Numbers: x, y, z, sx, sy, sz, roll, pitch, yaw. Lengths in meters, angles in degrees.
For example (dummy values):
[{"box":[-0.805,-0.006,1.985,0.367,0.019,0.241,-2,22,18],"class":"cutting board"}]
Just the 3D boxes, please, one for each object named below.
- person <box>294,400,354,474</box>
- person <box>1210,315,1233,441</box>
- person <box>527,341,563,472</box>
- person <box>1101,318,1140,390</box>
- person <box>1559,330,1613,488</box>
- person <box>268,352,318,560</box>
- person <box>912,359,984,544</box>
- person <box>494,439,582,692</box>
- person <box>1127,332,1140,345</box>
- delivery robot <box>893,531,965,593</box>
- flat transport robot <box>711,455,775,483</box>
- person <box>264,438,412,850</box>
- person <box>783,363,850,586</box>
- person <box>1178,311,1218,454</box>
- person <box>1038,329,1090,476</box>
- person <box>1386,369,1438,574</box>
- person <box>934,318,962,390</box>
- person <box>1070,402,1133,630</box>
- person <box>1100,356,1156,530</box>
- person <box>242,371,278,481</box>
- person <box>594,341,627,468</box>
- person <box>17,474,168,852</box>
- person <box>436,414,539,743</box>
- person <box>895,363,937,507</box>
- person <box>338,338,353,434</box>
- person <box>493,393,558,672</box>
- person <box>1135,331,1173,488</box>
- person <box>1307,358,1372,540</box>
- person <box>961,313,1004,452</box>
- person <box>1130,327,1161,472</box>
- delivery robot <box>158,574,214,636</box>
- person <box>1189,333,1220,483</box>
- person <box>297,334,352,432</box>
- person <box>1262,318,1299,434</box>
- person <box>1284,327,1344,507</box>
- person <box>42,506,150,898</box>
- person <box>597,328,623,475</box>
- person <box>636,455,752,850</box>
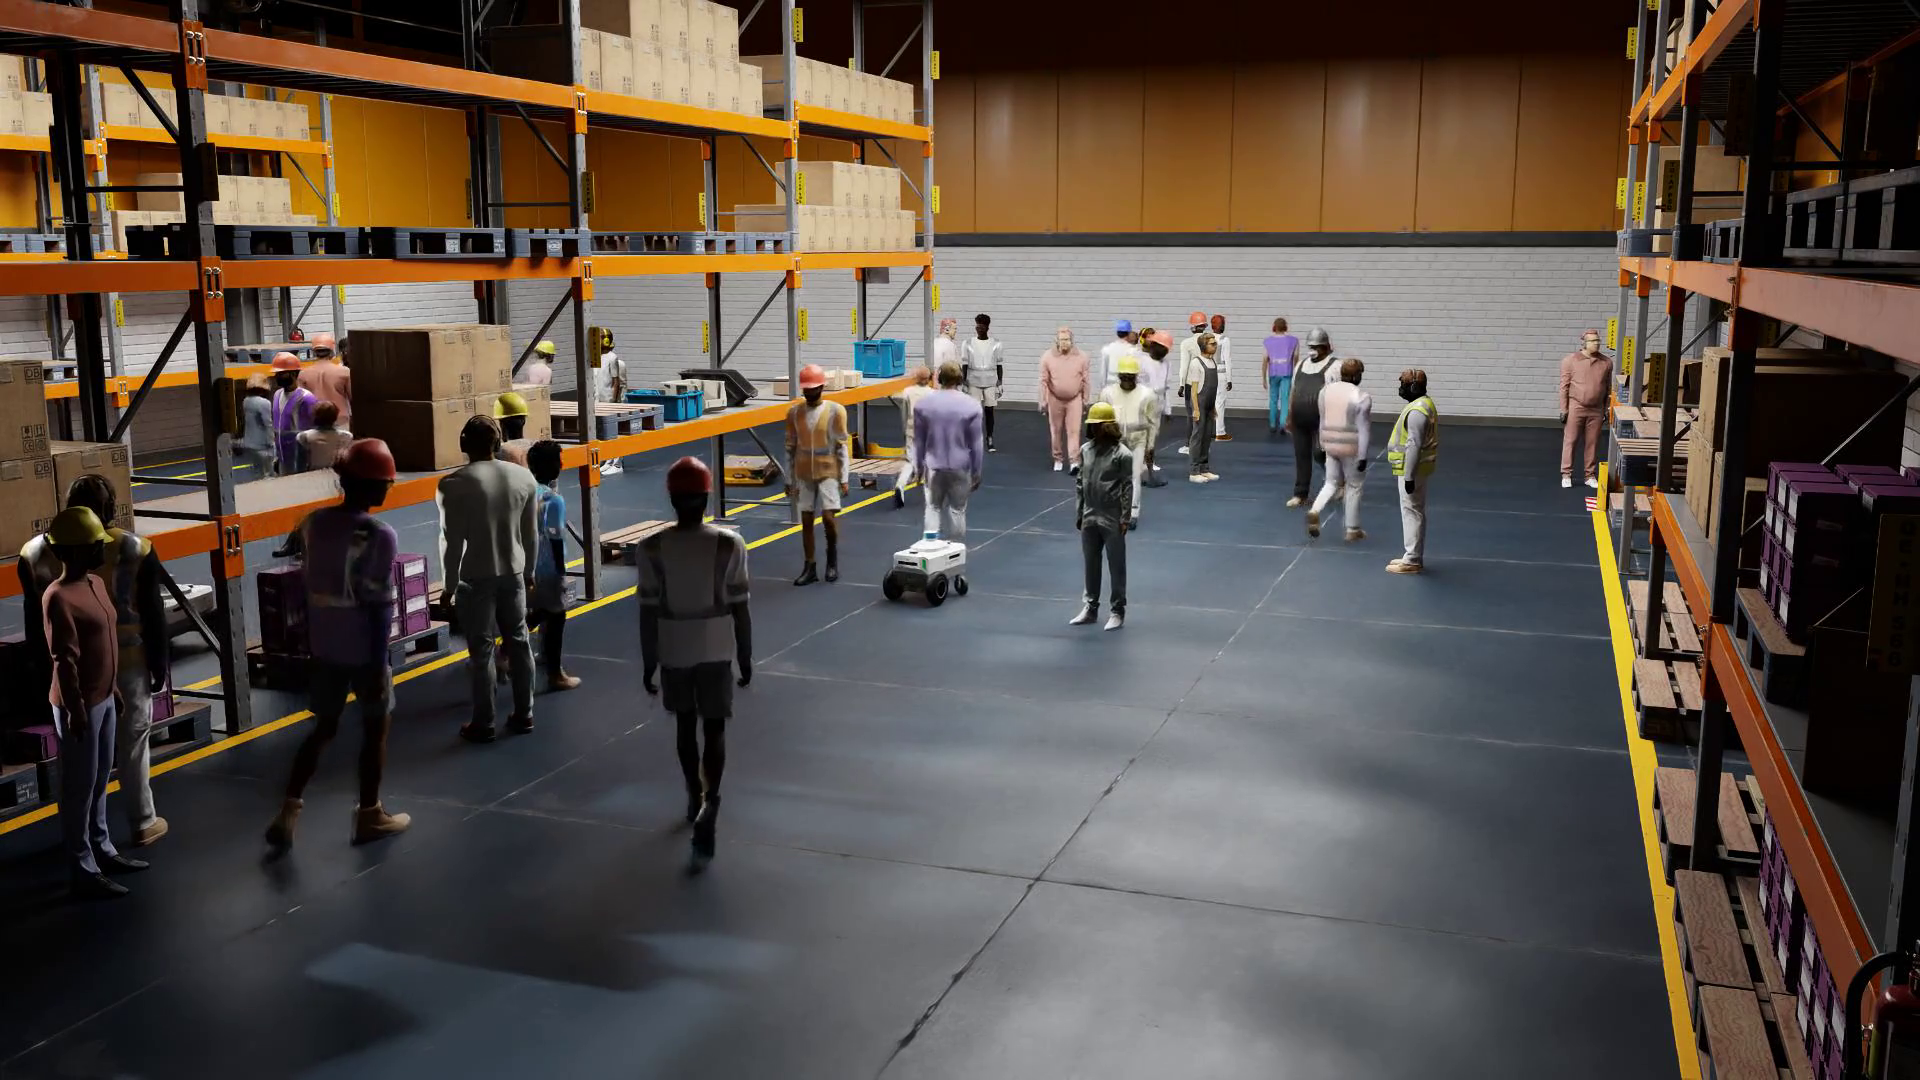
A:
[{"box":[-5.364,-0.389,14.209,0.539,1.616,0.701,-1,10,-5],"class":"person"},{"box":[3.841,-2.416,24.866,0.356,1.885,0.574,-9,13,-40],"class":"person"},{"box":[-5.432,-1.673,21.220,0.557,1.701,0.693,8,13,39],"class":"person"},{"box":[2.212,-2.095,22.969,0.619,1.922,0.871,7,12,33],"class":"person"},{"box":[7.543,-1.573,20.046,0.642,1.913,0.409,0,10,-2],"class":"person"},{"box":[-6.218,-0.782,15.511,0.543,1.939,0.360,6,12,29],"class":"person"},{"box":[-0.111,-0.627,14.680,0.633,1.928,0.519,2,10,11],"class":"person"},{"box":[-2.758,0.190,10.749,0.537,1.678,0.552,-10,14,-44],"class":"person"},{"box":[2.620,-2.399,25.578,0.527,1.599,0.871,10,14,43],"class":"person"},{"box":[-0.249,0.167,13.797,0.477,0.478,0.707,6,12,29],"class":"delivery robot"},{"box":[-2.709,-0.888,20.803,0.652,0.197,1.431,0,10,0],"class":"flat transport robot"},{"box":[-2.993,0.524,7.988,0.637,2.011,0.758,5,11,27],"class":"person"},{"box":[-1.239,-0.554,14.264,0.593,1.922,0.413,2,10,12],"class":"person"},{"box":[3.335,-2.202,23.341,0.612,1.997,0.375,-5,11,-26],"class":"person"},{"box":[1.330,-1.754,21.219,0.672,1.853,0.997,0,10,1],"class":"person"},{"box":[4.033,-0.611,14.860,0.428,1.837,0.625,4,11,20],"class":"person"},{"box":[-0.176,-2.156,23.357,0.405,1.903,0.636,-5,11,-25],"class":"person"},{"box":[1.083,-0.181,12.678,0.488,1.743,0.321,8,13,39],"class":"person"},{"box":[1.720,-1.012,17.262,0.604,1.786,0.940,2,10,12],"class":"person"},{"box":[-7.330,-0.950,17.348,0.516,1.619,0.404,8,13,40],"class":"person"},{"box":[-4.591,-1.793,21.695,0.527,1.765,0.328,3,11,17],"class":"person"},{"box":[-4.169,0.595,8.072,0.625,1.837,0.430,-2,10,-13],"class":"person"},{"box":[-2.780,0.227,9.827,0.627,1.941,0.370,-9,14,-42],"class":"person"},{"box":[-0.472,-1.159,18.582,0.513,1.615,0.717,4,11,22],"class":"person"},{"box":[-6.988,-1.415,19.301,0.617,1.853,0.987,2,10,12],"class":"person"},{"box":[-3.027,-0.046,11.406,0.385,1.922,0.594,8,13,39],"class":"person"},{"box":[2.362,-1.570,20.111,0.600,1.883,0.868,-6,12,-32],"class":"person"},{"box":[3.760,-0.879,16.380,0.671,1.827,0.636,-8,13,-40],"class":"person"},{"box":[0.319,-2.223,23.555,0.609,1.963,0.369,-1,10,-3],"class":"person"},{"box":[2.402,-1.813,21.516,0.510,1.871,0.328,-8,13,-40],"class":"person"},{"box":[-5.700,0.492,11.969,0.477,0.478,0.707,1,10,6],"class":"delivery robot"},{"box":[3.030,-1.637,20.587,0.345,1.847,0.506,7,13,36],"class":"person"},{"box":[-6.996,-1.312,18.498,0.622,1.952,0.990,0,10,-1],"class":"person"},{"box":[4.994,-2.561,25.922,0.576,1.802,0.965,2,10,11],"class":"person"},{"box":[3.974,-1.377,18.573,0.627,2.000,0.701,-8,13,-38],"class":"person"},{"box":[-3.929,0.723,7.524,0.308,1.769,0.525,-2,10,-10],"class":"person"},{"box":[-4.509,-1.764,21.235,0.314,1.869,0.535,-6,12,-29],"class":"person"},{"box":[-1.300,0.543,8.166,0.549,1.909,0.864,-1,10,-4],"class":"person"}]
